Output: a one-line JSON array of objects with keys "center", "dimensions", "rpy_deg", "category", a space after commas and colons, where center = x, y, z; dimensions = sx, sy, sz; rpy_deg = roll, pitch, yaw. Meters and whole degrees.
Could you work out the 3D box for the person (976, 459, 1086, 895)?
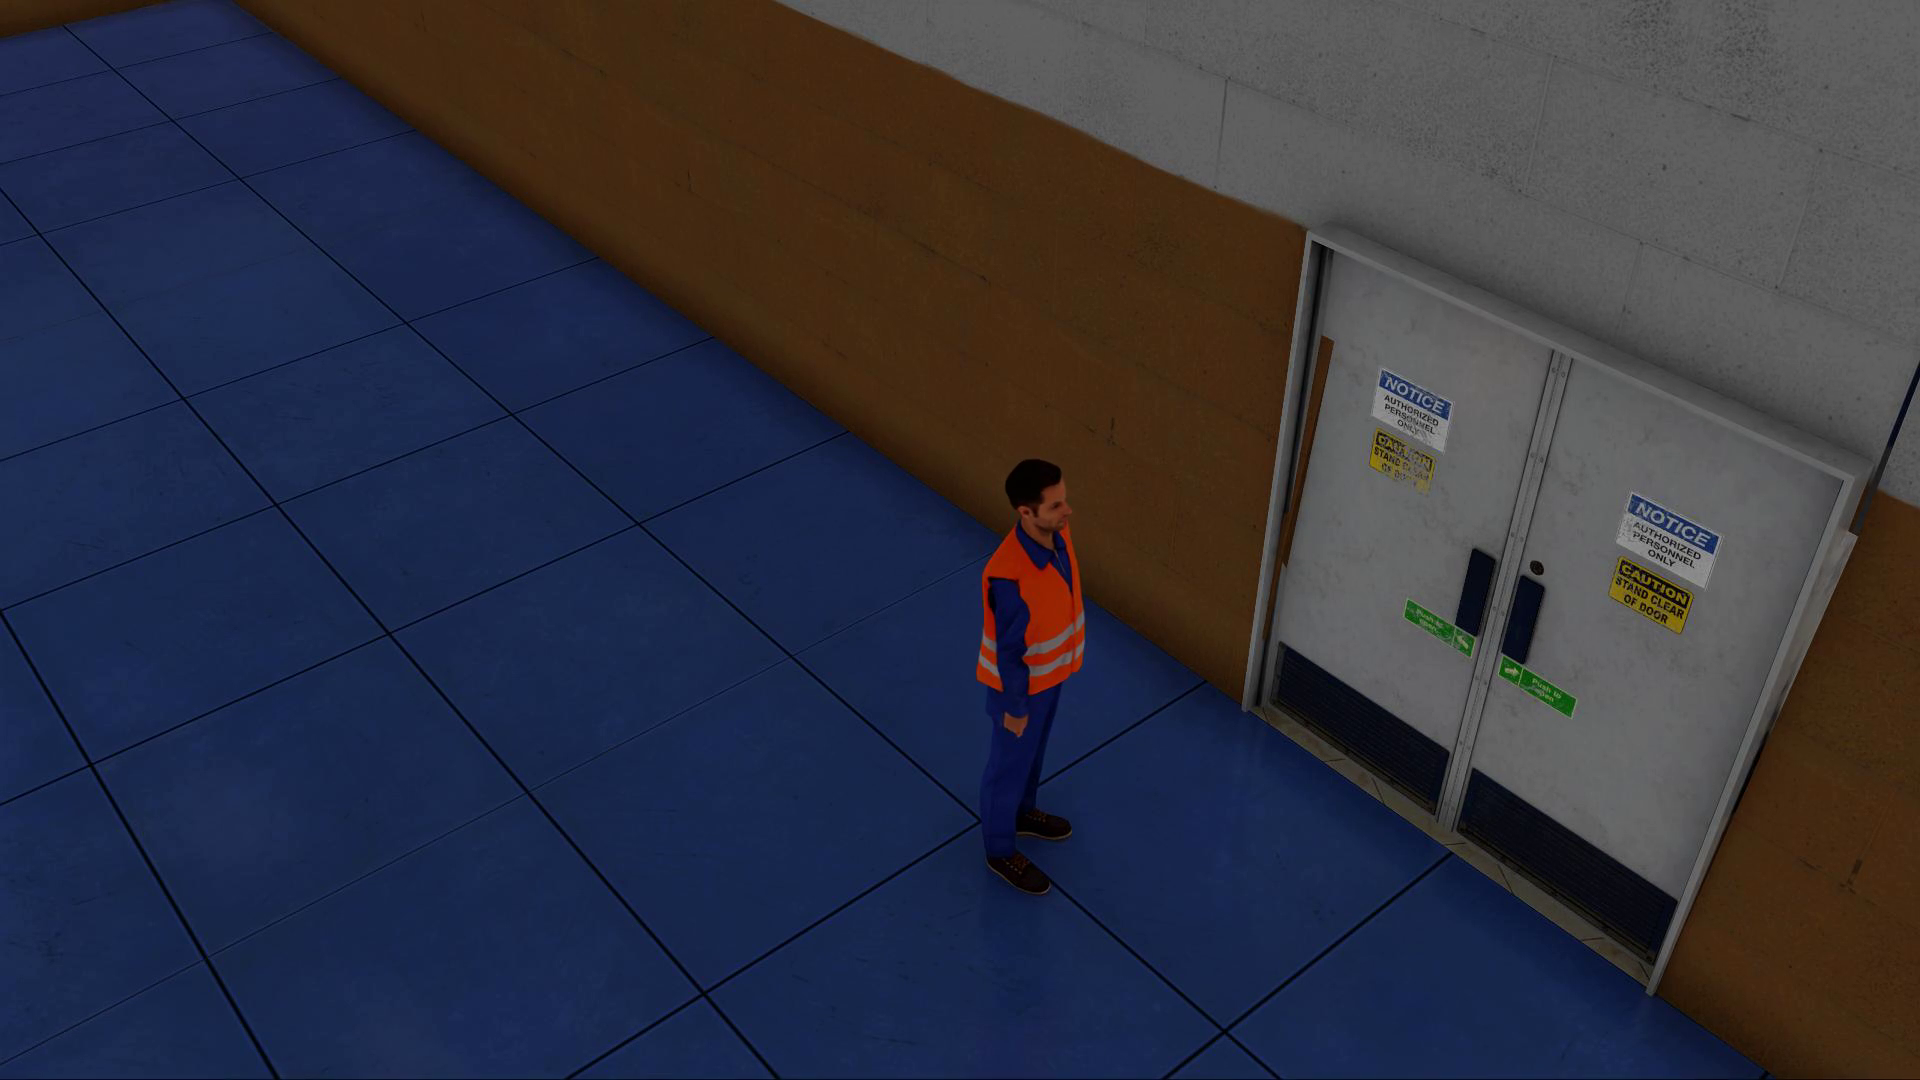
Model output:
[{"center": [0.247, 0.482, 6.078], "dimensions": [0.845, 1.863, 0.716], "rpy_deg": [15, 39, 19], "category": "person"}]
